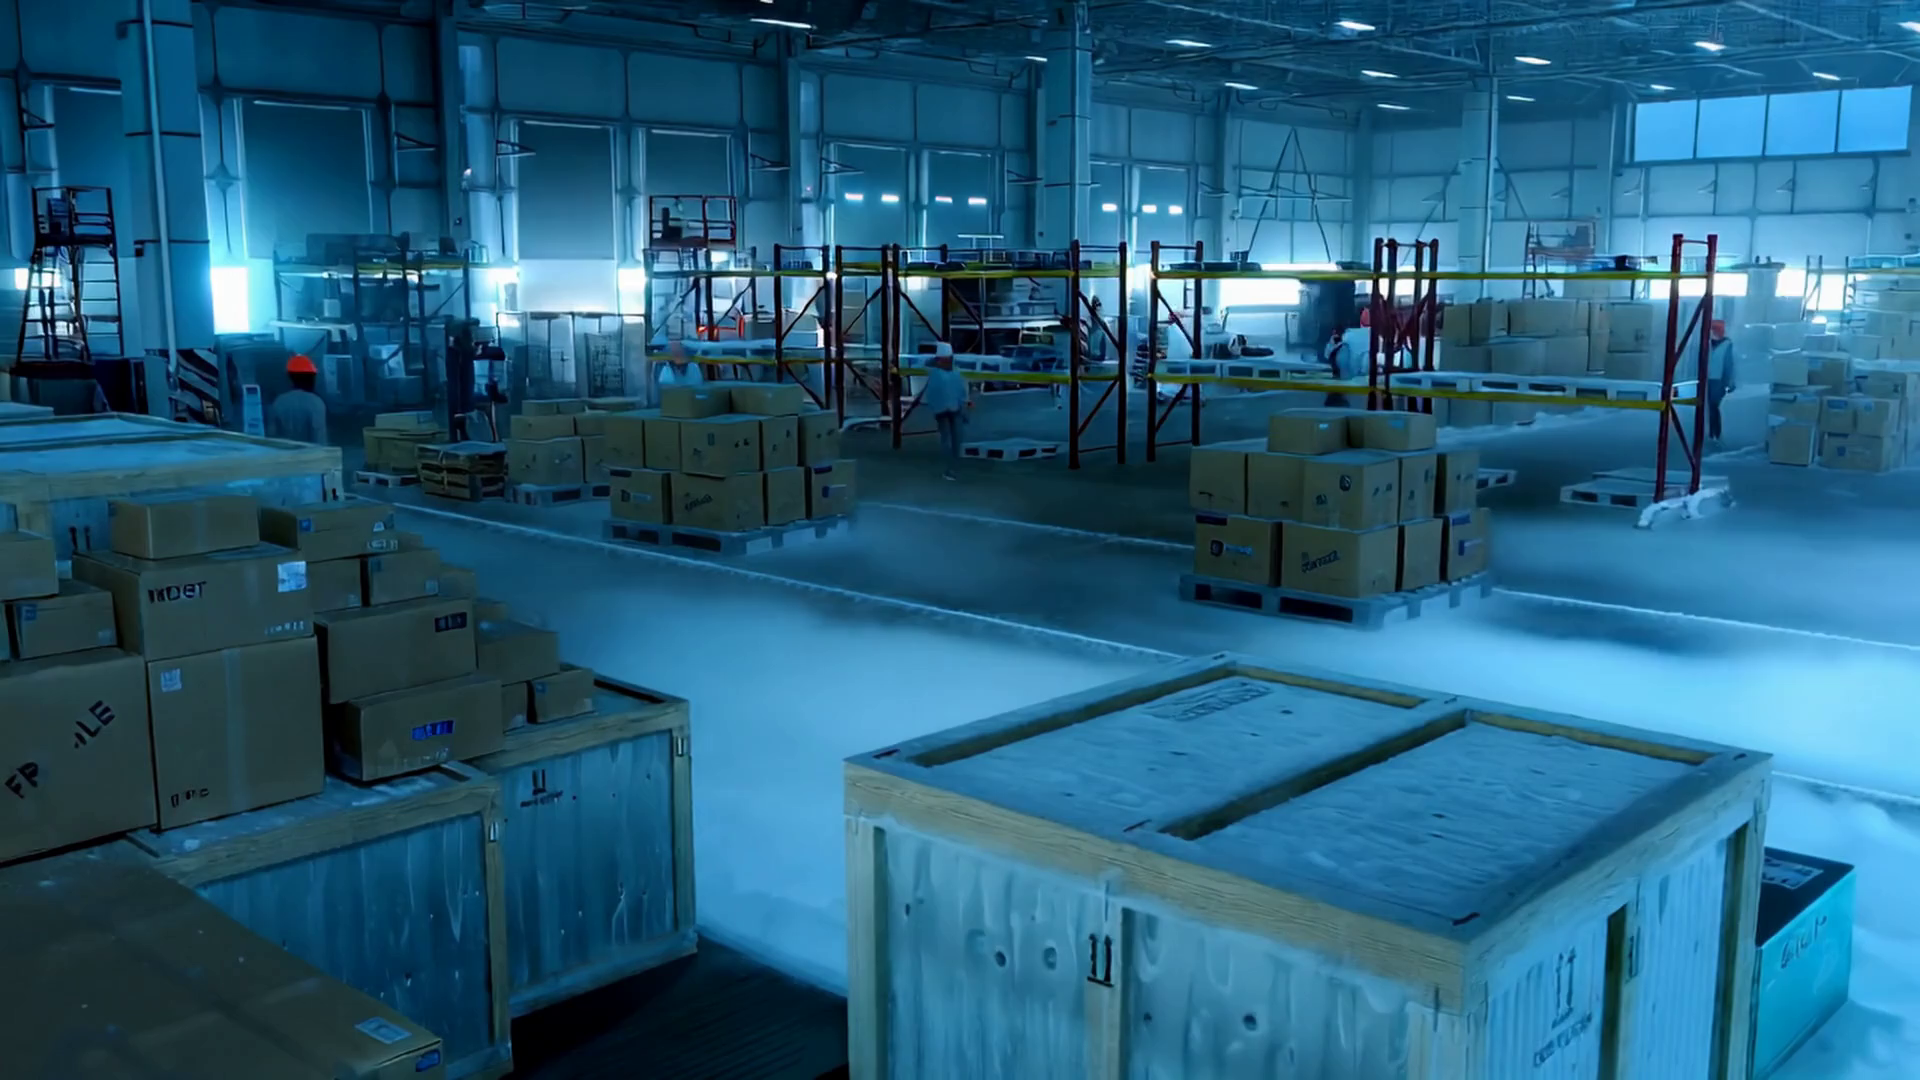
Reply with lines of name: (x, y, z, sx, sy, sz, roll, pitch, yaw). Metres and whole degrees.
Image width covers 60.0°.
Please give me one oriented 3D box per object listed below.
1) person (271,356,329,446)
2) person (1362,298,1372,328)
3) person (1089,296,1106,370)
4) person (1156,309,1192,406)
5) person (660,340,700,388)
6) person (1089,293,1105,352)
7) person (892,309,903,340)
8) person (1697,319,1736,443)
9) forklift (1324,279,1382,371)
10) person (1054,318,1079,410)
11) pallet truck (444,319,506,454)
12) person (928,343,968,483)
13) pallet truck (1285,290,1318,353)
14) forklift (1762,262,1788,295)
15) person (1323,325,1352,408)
person: (-5.685, -0.637, 14.438, 0.617, 1.907, 0.392, 5, 10, 27)
person: (11.251, -5.788, 46.116, 0.641, 1.864, 0.580, 1, 9, 7)
person: (3.618, -5.424, 43.683, 0.372, 1.940, 0.632, 5, 10, 26)
person: (4.190, -3.534, 32.258, 1.021, 1.888, 0.644, -7, 12, -38)
person: (-3.813, -1.916, 22.978, 0.557, 1.660, 0.794, -5, 11, -30)
person: (4.205, -6.641, 51.191, 0.544, 1.928, 0.393, -2, 9, -11)
person: (-1.631, -5.226, 43.416, 0.311, 1.632, 0.522, -1, 9, -3)
person: (11.624, -2.441, 25.529, 0.507, 1.897, 0.594, 1, 9, 7)
forklift: (10.016, -5.866, 43.508, 1.873, 2.768, 1.129, 9, 13, 43)
person: (2.004, -3.320, 31.399, 0.483, 1.738, 0.319, 2, 9, 11)
pallet truck: (-6.981, -1.942, 22.150, 1.885, 1.965, 0.823, 1, 9, 9)
person: (-0.141, -1.585, 20.720, 0.545, 1.746, 0.404, -5, 11, -28)
pallet truck: (11.297, -6.951, 52.861, 1.885, 1.965, 0.823, -5, 11, -29)
forklift: (21.403, -5.929, 43.895, 1.873, 2.768, 1.129, 9, 13, 43)
person: (5.786, -2.412, 25.659, 0.987, 1.788, 0.534, 0, 9, -2)
